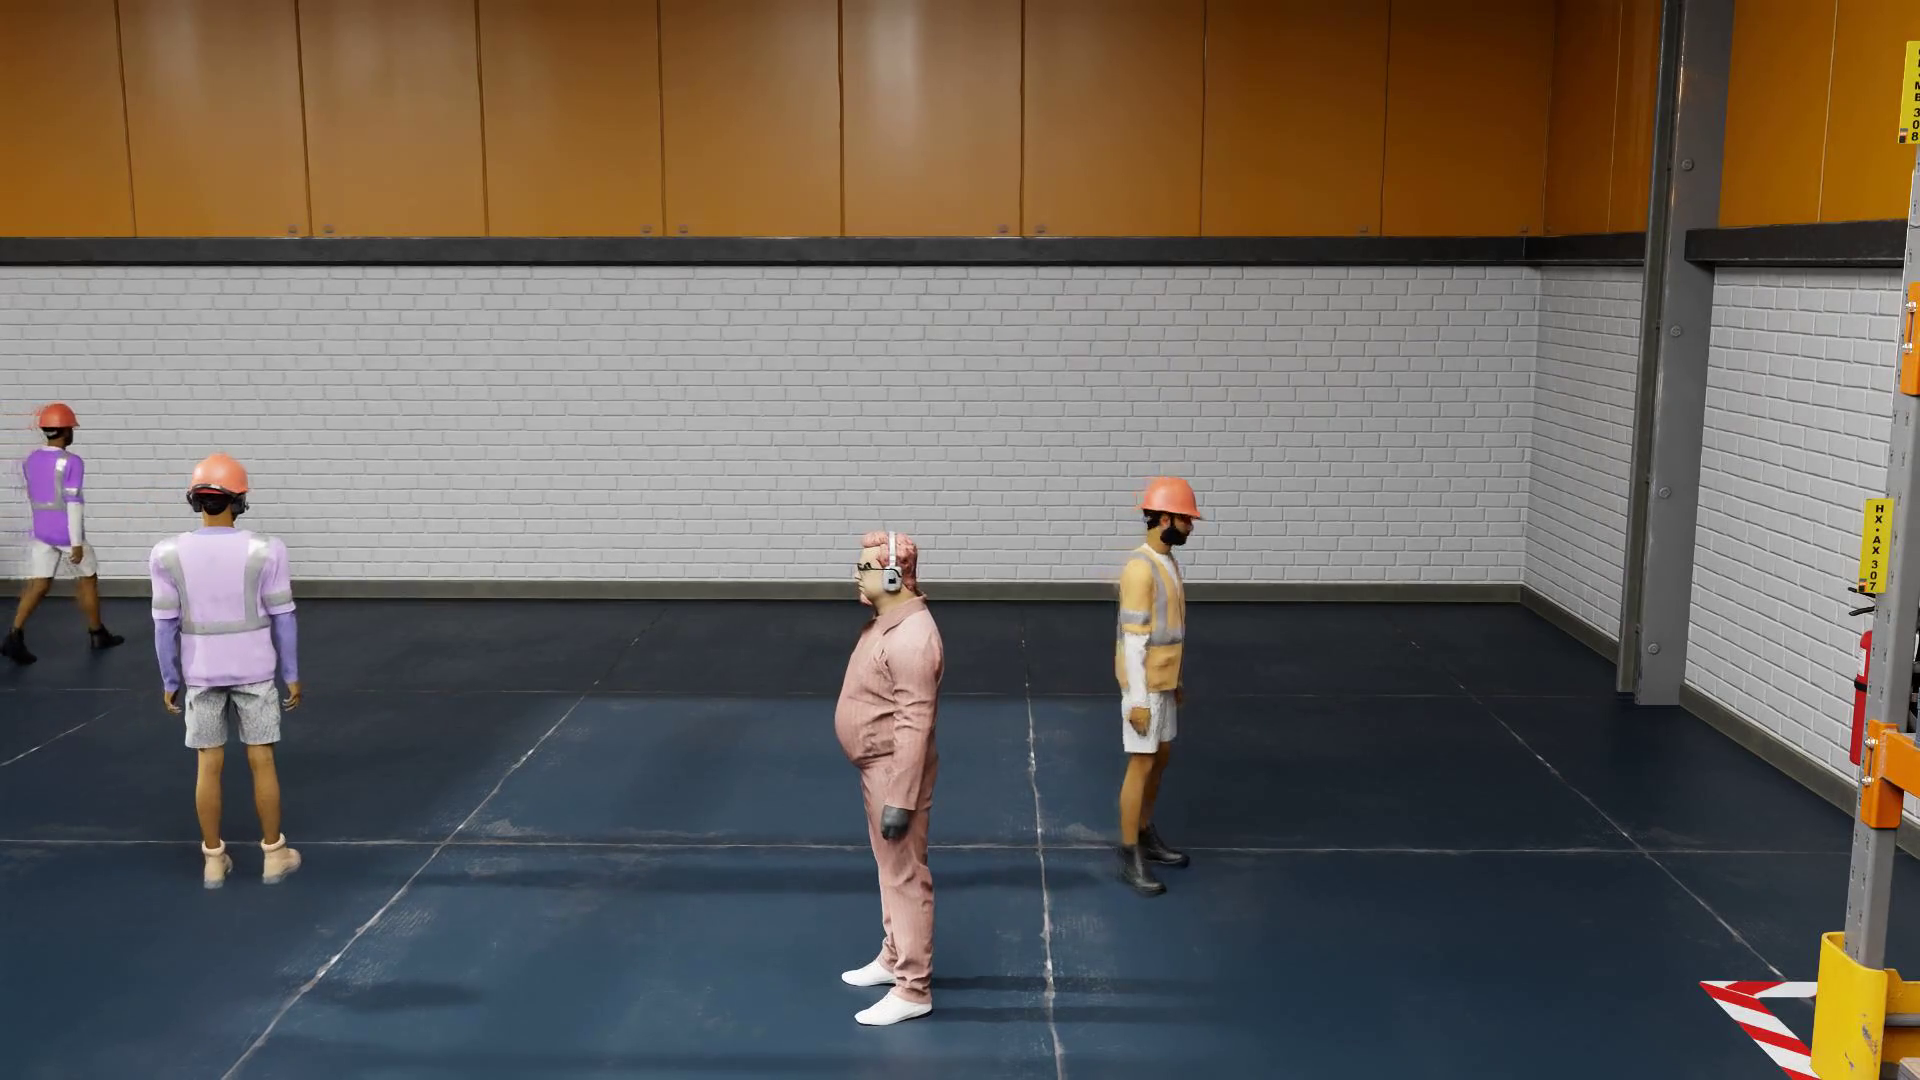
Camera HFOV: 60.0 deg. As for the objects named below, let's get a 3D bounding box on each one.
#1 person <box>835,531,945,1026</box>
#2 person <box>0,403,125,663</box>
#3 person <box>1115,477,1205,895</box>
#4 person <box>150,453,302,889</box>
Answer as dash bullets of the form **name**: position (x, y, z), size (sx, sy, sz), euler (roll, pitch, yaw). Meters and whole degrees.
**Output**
- **person**: position (-0.276, 0.907, 6.443), size (0.410, 1.909, 0.642), euler (-2, 10, -10)
- **person**: position (-6.696, -0.051, 12.237), size (0.555, 1.901, 0.957), euler (3, 10, 19)
- **person**: position (0.907, 0.679, 7.839), size (0.375, 1.914, 0.708), euler (4, 10, 23)
- **person**: position (-3.421, 0.611, 7.808), size (0.614, 2.040, 0.390), euler (-2, 10, -11)
